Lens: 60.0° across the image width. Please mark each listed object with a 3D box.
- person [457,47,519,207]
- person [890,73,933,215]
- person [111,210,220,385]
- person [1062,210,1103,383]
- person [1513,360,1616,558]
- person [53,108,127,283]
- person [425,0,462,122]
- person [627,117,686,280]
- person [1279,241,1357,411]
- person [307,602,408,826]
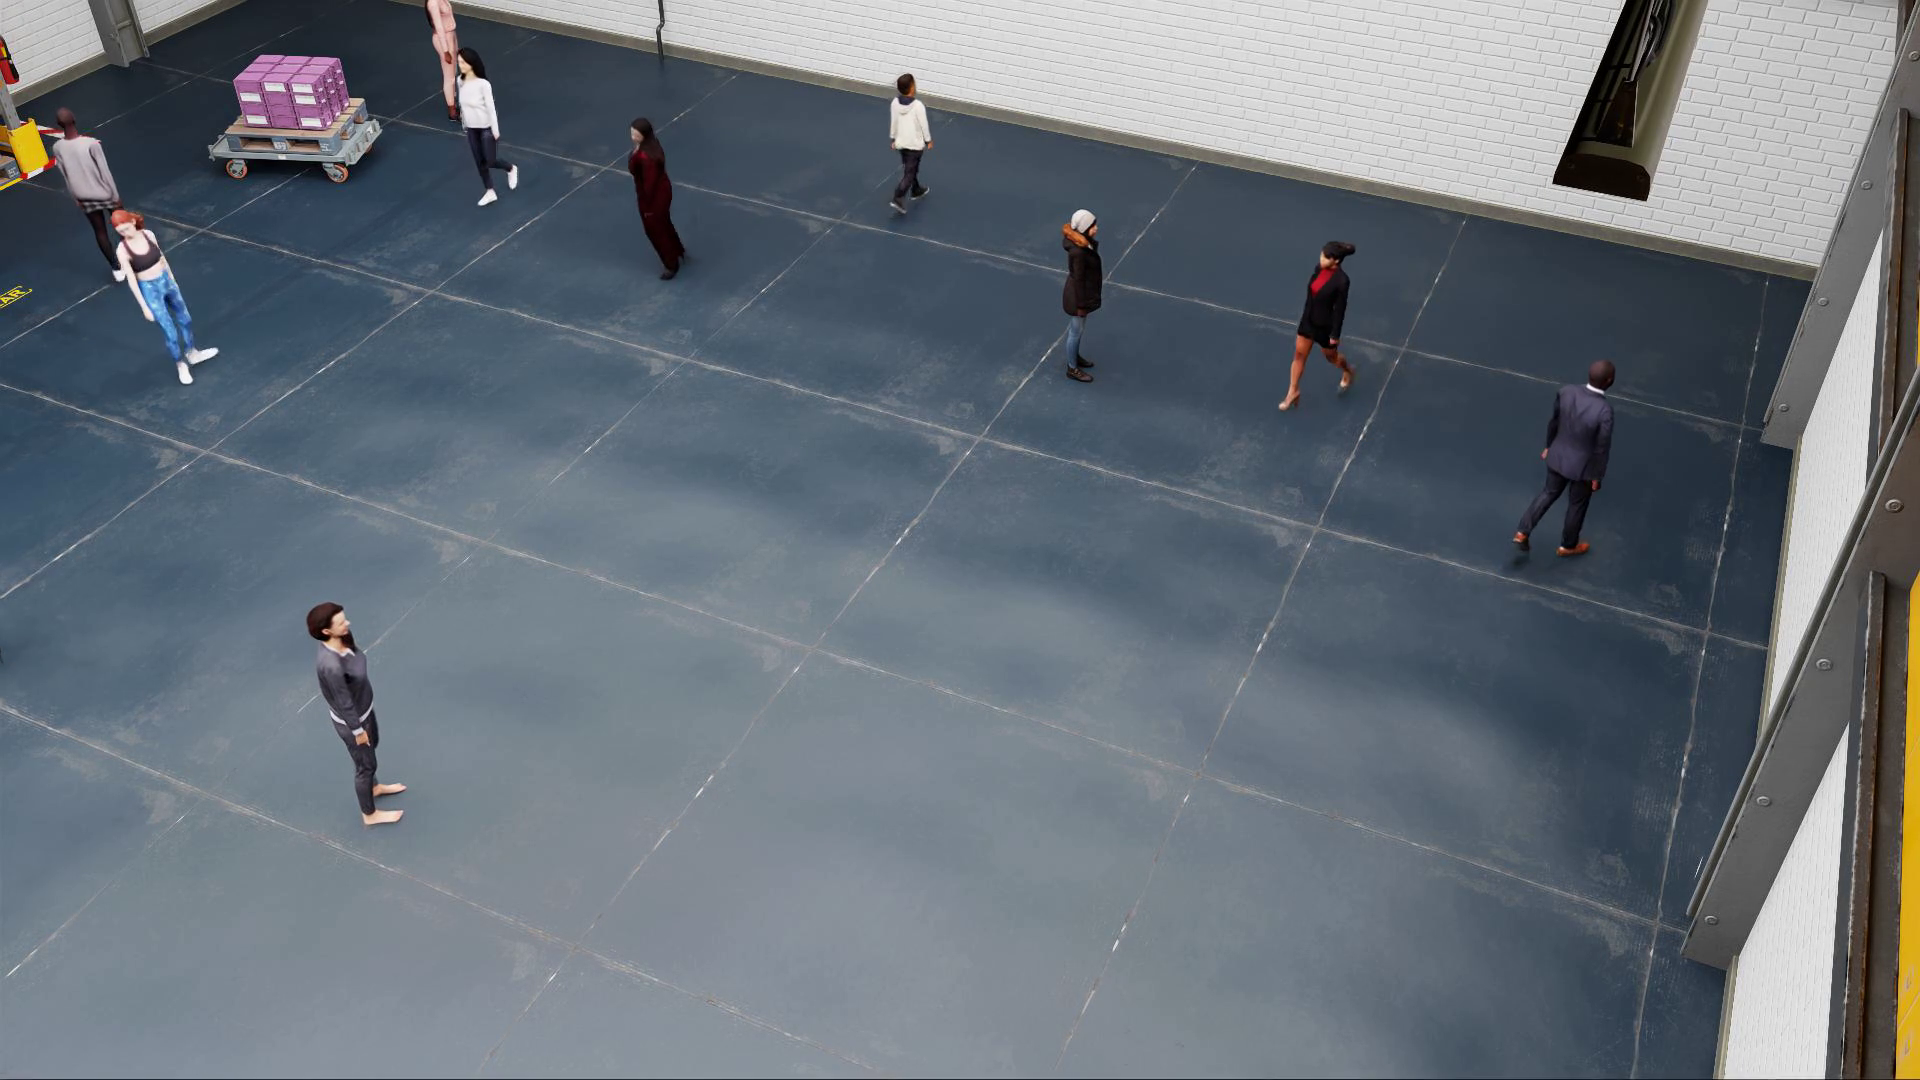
[{"bbox_3d":[-4.970,-4.360,17.467,0.640,1.686,0.789,19,42,22],"label":"person"},{"bbox_3d":[-0.566,-4.120,17.364,0.727,1.440,1.002,27,46,30],"label":"person"},{"bbox_3d":[-7.042,-2.154,14.659,0.896,1.744,0.473,6,39,7],"label":"person"},{"bbox_3d":[1.072,-2.195,14.798,0.753,1.634,0.635,6,39,7],"label":"person"},{"bbox_3d":[4.622,-0.573,12.624,1.084,1.812,0.989,-19,42,-22],"label":"person"},{"bbox_3d":[-8.389,-3.301,16.078,0.821,1.765,0.885,-4,39,-5],"label":"person"},{"bbox_3d":[-5.900,-5.679,19.092,0.761,1.720,0.642,-4,39,-5],"label":"person"},{"bbox_3d":[-2.914,-3.351,16.181,0.983,1.715,0.862,3,39,4],"label":"person"},{"bbox_3d":[3.183,-1.849,14.383,1.088,1.611,0.928,-21,43,-24],"label":"person"},{"bbox_3d":[-3.869,1.088,10.580,0.728,1.768,0.657,-11,40,-13],"label":"person"}]
